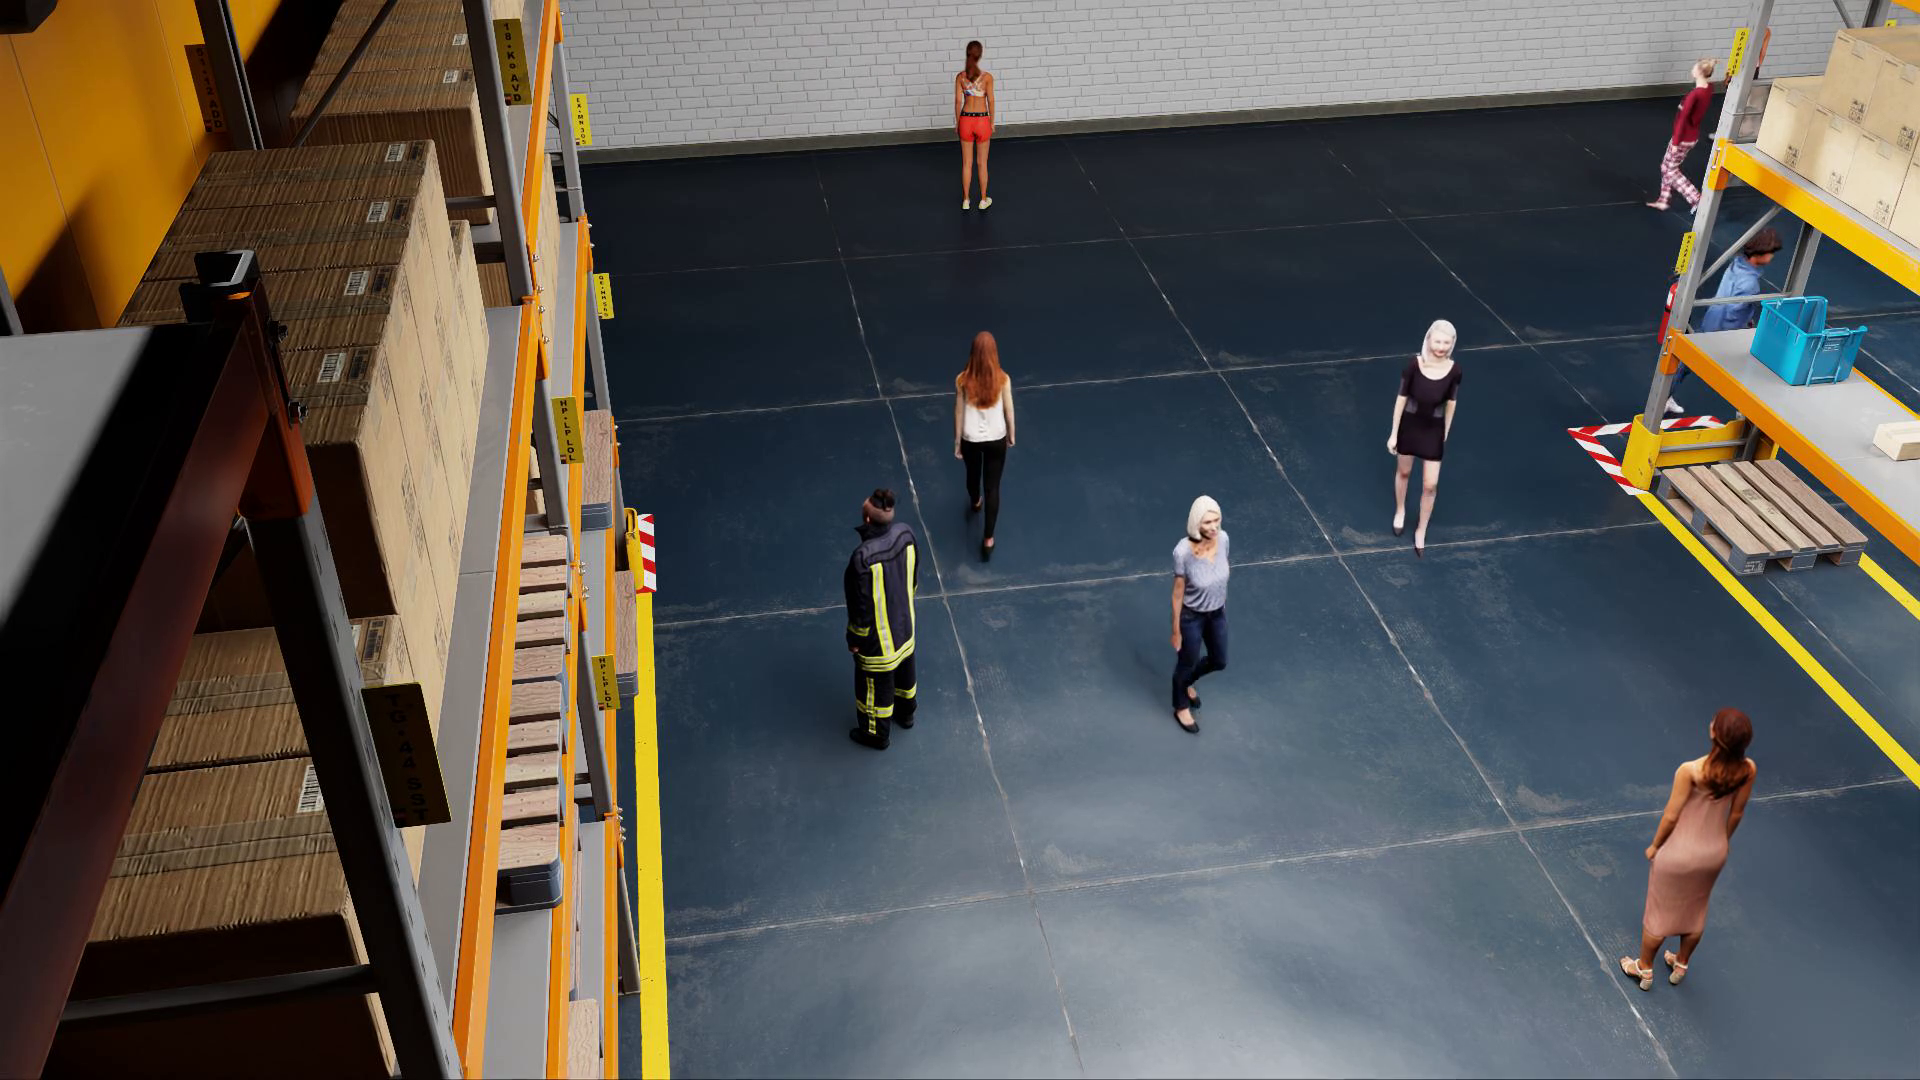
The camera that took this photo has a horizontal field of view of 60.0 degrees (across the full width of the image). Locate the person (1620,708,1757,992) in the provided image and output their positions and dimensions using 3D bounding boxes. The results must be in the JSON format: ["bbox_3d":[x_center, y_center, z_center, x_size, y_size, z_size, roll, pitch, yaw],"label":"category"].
[{"bbox_3d":[3.777,1.606,8.584,0.596,1.831,0.537,-3,34,-4],"label":"person"}]

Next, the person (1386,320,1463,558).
[{"bbox_3d":[3.380,-0.830,12.265,0.768,1.813,0.890,7,34,10],"label":"person"}]

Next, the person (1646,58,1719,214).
[{"bbox_3d":[7.676,-4.207,17.467,0.871,1.679,0.977,-27,42,-34],"label":"person"}]

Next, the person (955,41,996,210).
[{"bbox_3d":[0.152,-4.389,17.640,0.650,1.790,0.643,4,34,6],"label":"person"}]

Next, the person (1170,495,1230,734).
[{"bbox_3d":[1.452,0.427,10.465,0.685,1.712,0.716,-17,37,-24],"label":"person"}]

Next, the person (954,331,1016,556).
[{"bbox_3d":[0.184,-0.676,12.157,0.794,1.676,1.133,3,34,5],"label":"person"}]

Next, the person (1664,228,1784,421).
[{"bbox_3d":[6.195,-1.735,13.682,1.003,1.752,1.204,3,34,5],"label":"person"}]

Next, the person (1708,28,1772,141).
[{"bbox_3d":[9.125,-5.433,19.344,0.562,1.643,0.506,-6,34,-9],"label":"person"}]

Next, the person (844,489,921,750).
[{"bbox_3d":[-0.488,0.468,10.269,0.929,1.861,0.884,24,41,32],"label":"person"}]
